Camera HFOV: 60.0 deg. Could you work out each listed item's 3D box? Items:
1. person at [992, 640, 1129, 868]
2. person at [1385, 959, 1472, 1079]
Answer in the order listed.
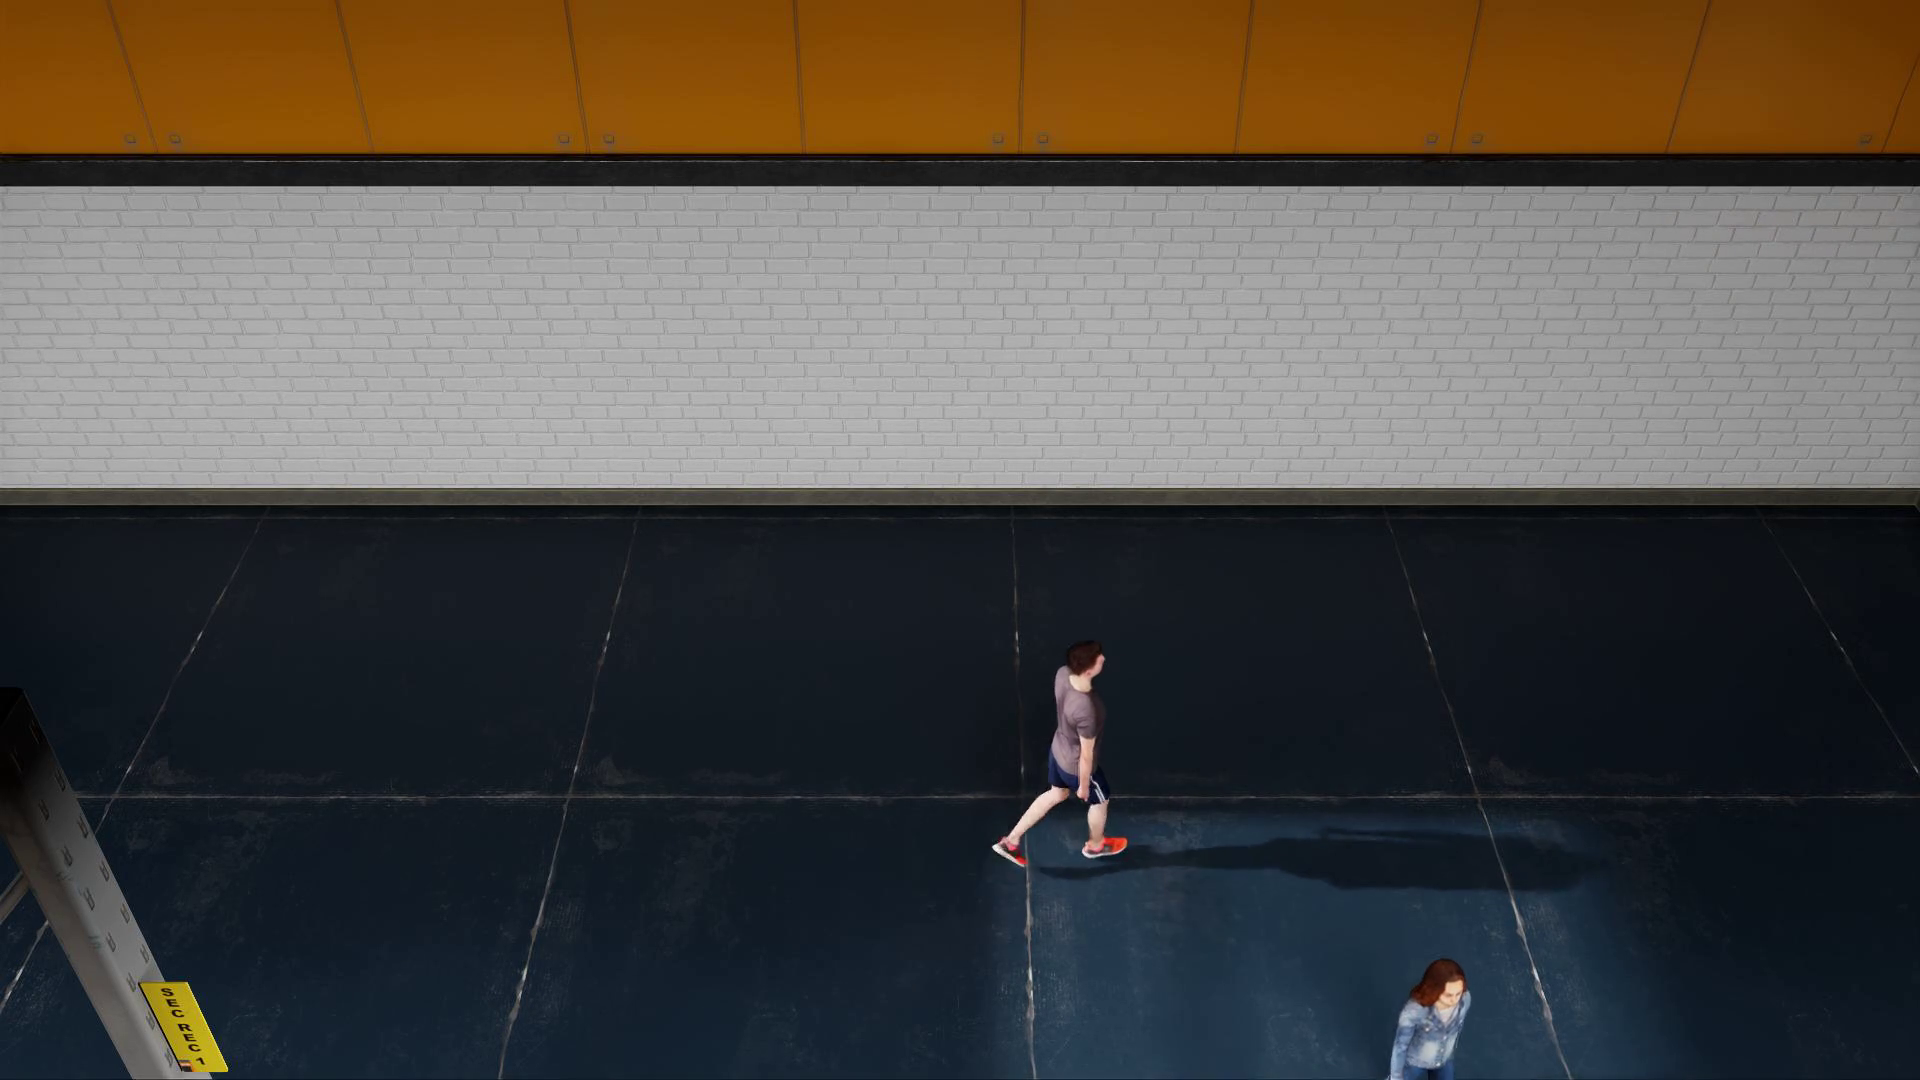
[{"bbox_3d":[0.607,1.328,9.961,0.981,1.822,1.152,-13,41,-16],"label":"person"},{"bbox_3d":[2.377,2.609,8.646,0.729,1.461,0.851,-11,40,-13],"label":"person"}]
